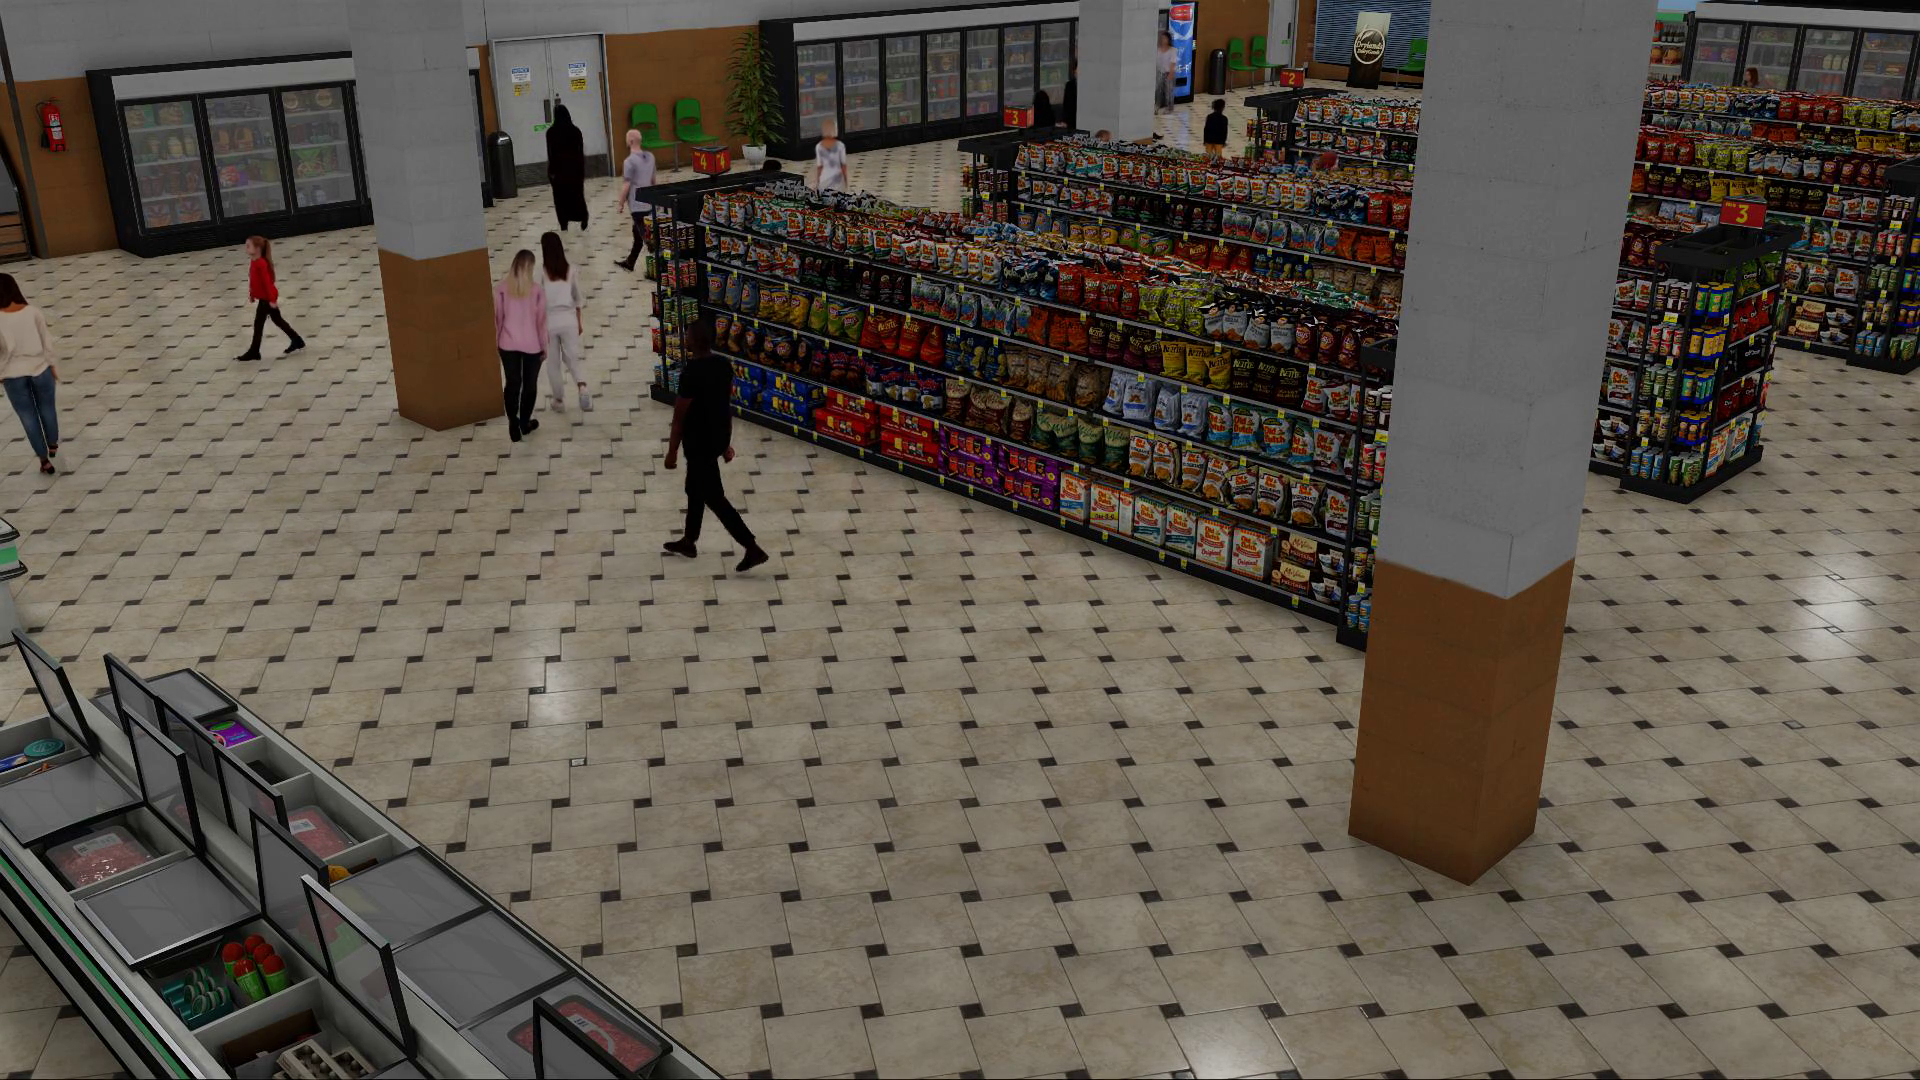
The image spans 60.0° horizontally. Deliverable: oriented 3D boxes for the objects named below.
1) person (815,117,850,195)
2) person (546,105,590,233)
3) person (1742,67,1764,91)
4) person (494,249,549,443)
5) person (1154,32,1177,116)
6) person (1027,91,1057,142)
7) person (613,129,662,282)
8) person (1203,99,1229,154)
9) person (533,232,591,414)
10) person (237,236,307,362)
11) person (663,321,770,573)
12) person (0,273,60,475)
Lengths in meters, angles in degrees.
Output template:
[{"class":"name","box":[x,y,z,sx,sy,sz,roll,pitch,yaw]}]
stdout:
[{"class":"person","box":[-1.666,-4.589,21.620,0.997,1.728,0.922,6,23,14]},{"class":"person","box":[-5.335,-5.021,22.688,0.846,1.734,1.094,-11,25,-26]},{"class":"person","box":[13.219,-7.020,27.751,0.974,1.668,1.023,-7,23,-17]},{"class":"person","box":[-3.802,-1.650,14.402,1.010,1.656,1.069,-1,22,-3]},{"class":"person","box":[4.220,-9.535,34.070,1.063,1.624,0.886,18,28,37]},{"class":"person","box":[1.212,-5.938,25.177,0.955,1.579,0.974,4,22,11]},{"class":"person","box":[-3.764,-4.002,20.060,1.171,1.804,0.909,9,24,22]},{"class":"person","box":[4.143,-6.519,27.059,0.585,1.255,0.682,5,22,11]},{"class":"person","box":[-3.617,-1.944,15.109,0.700,1.675,0.894,-15,26,-32]},{"class":"person","box":[-7.024,-2.466,16.977,0.668,1.251,0.891,-14,26,-31]},{"class":"person","box":[-1.712,-0.611,11.646,1.272,1.784,0.940,11,24,25]},{"class":"person","box":[-7.634,-1.337,13.610,0.736,1.667,0.917,-14,26,-31]}]
